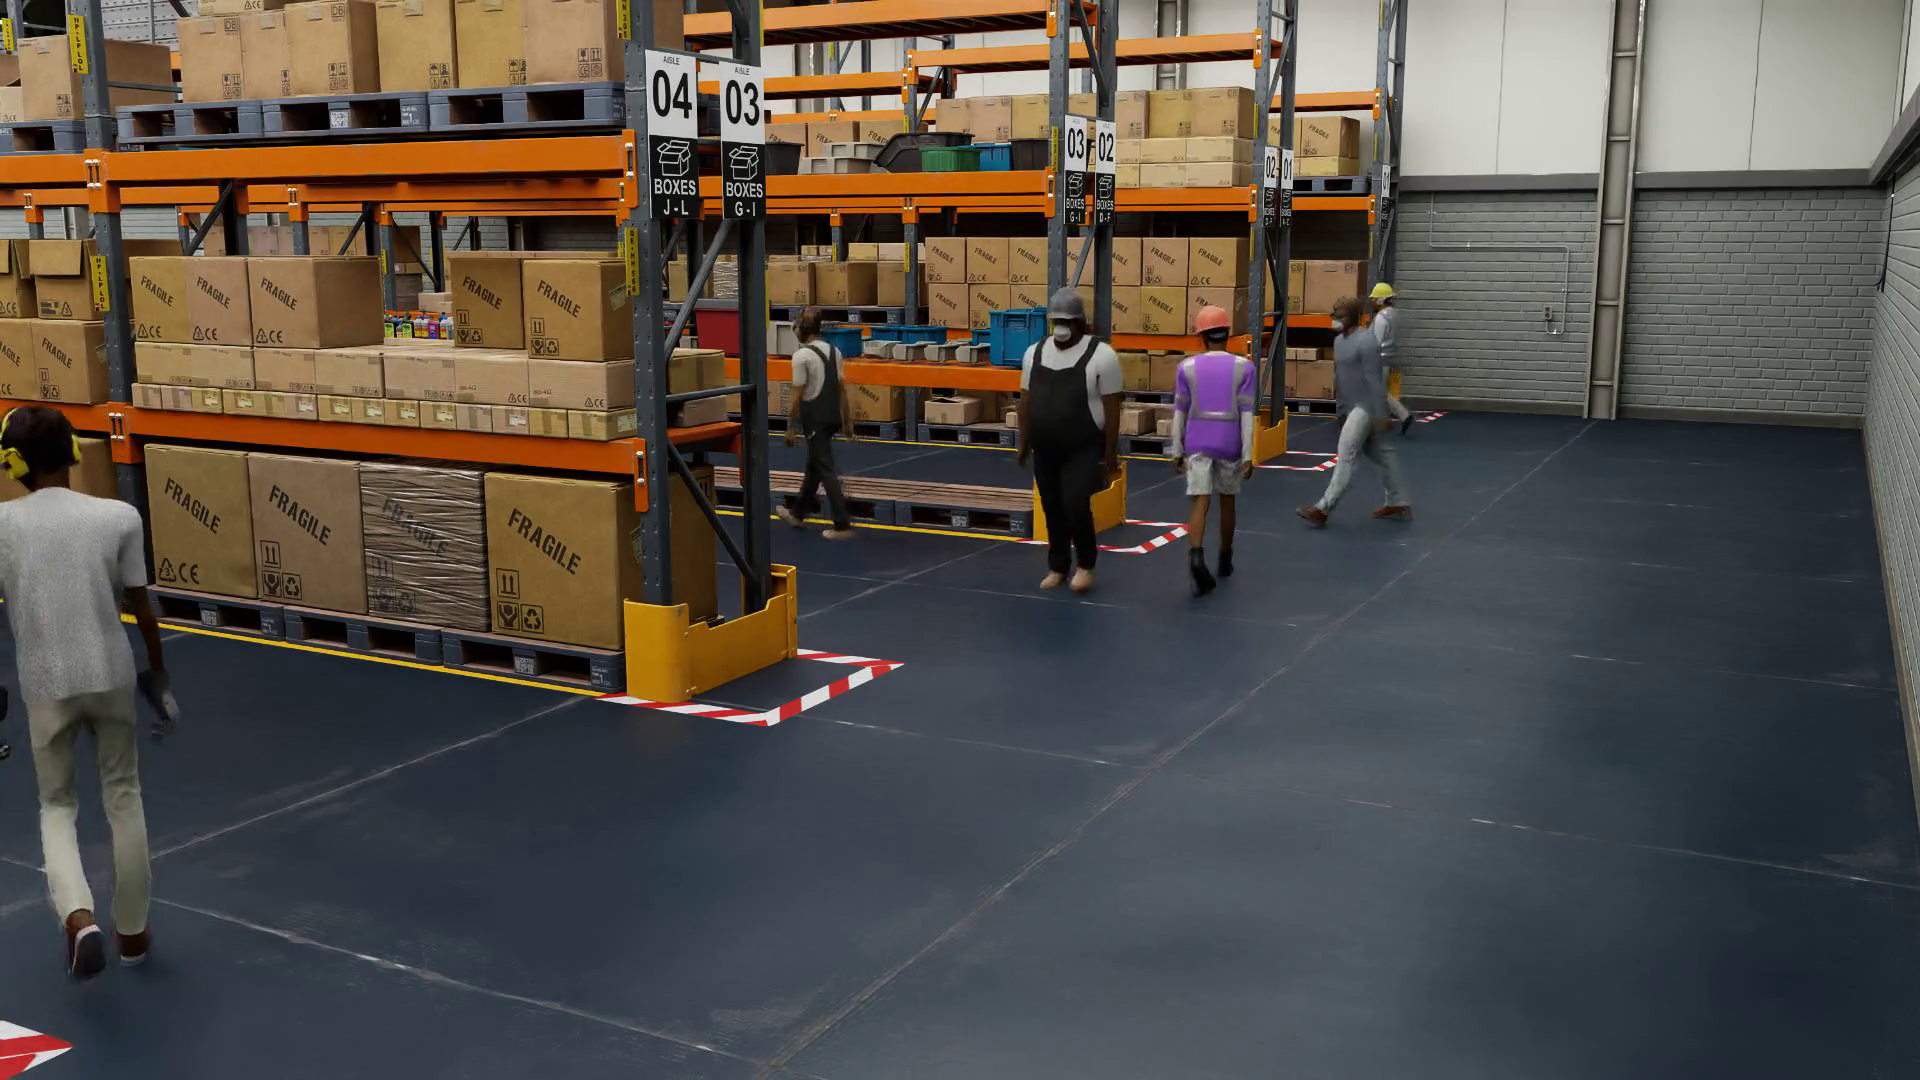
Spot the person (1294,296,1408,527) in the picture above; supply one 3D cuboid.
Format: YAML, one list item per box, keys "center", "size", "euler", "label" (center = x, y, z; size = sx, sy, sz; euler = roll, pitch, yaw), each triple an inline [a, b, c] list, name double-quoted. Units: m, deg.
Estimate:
- center: [3.216, -1.038, 13.513]
  size: [1.088, 1.863, 0.695]
  euler: [-1, 10, -8]
  label: "person"

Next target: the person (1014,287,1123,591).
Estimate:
- center: [0.686, -0.654, 10.910]
  size: [0.687, 2.000, 0.560]
  euler: [7, 12, 34]
  label: "person"

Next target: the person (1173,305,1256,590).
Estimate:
- center: [1.698, -0.628, 11.197]
  size: [0.553, 1.899, 0.931]
  euler: [3, 11, 14]
  label: "person"

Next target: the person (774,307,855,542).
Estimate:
- center: [-1.162, -0.900, 12.934]
  size: [0.947, 1.790, 0.531]
  euler: [7, 13, 34]
  label: "person"

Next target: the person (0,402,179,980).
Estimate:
- center: [-2.762, 0.492, 5.201]
  size: [0.578, 1.843, 0.554]
  euler: [-6, 12, -30]
  label: "person"

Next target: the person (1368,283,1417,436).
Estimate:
- center: [4.958, -2.094, 19.406]
  size: [0.741, 1.807, 0.601]
  euler: [4, 11, 20]
  label: "person"
